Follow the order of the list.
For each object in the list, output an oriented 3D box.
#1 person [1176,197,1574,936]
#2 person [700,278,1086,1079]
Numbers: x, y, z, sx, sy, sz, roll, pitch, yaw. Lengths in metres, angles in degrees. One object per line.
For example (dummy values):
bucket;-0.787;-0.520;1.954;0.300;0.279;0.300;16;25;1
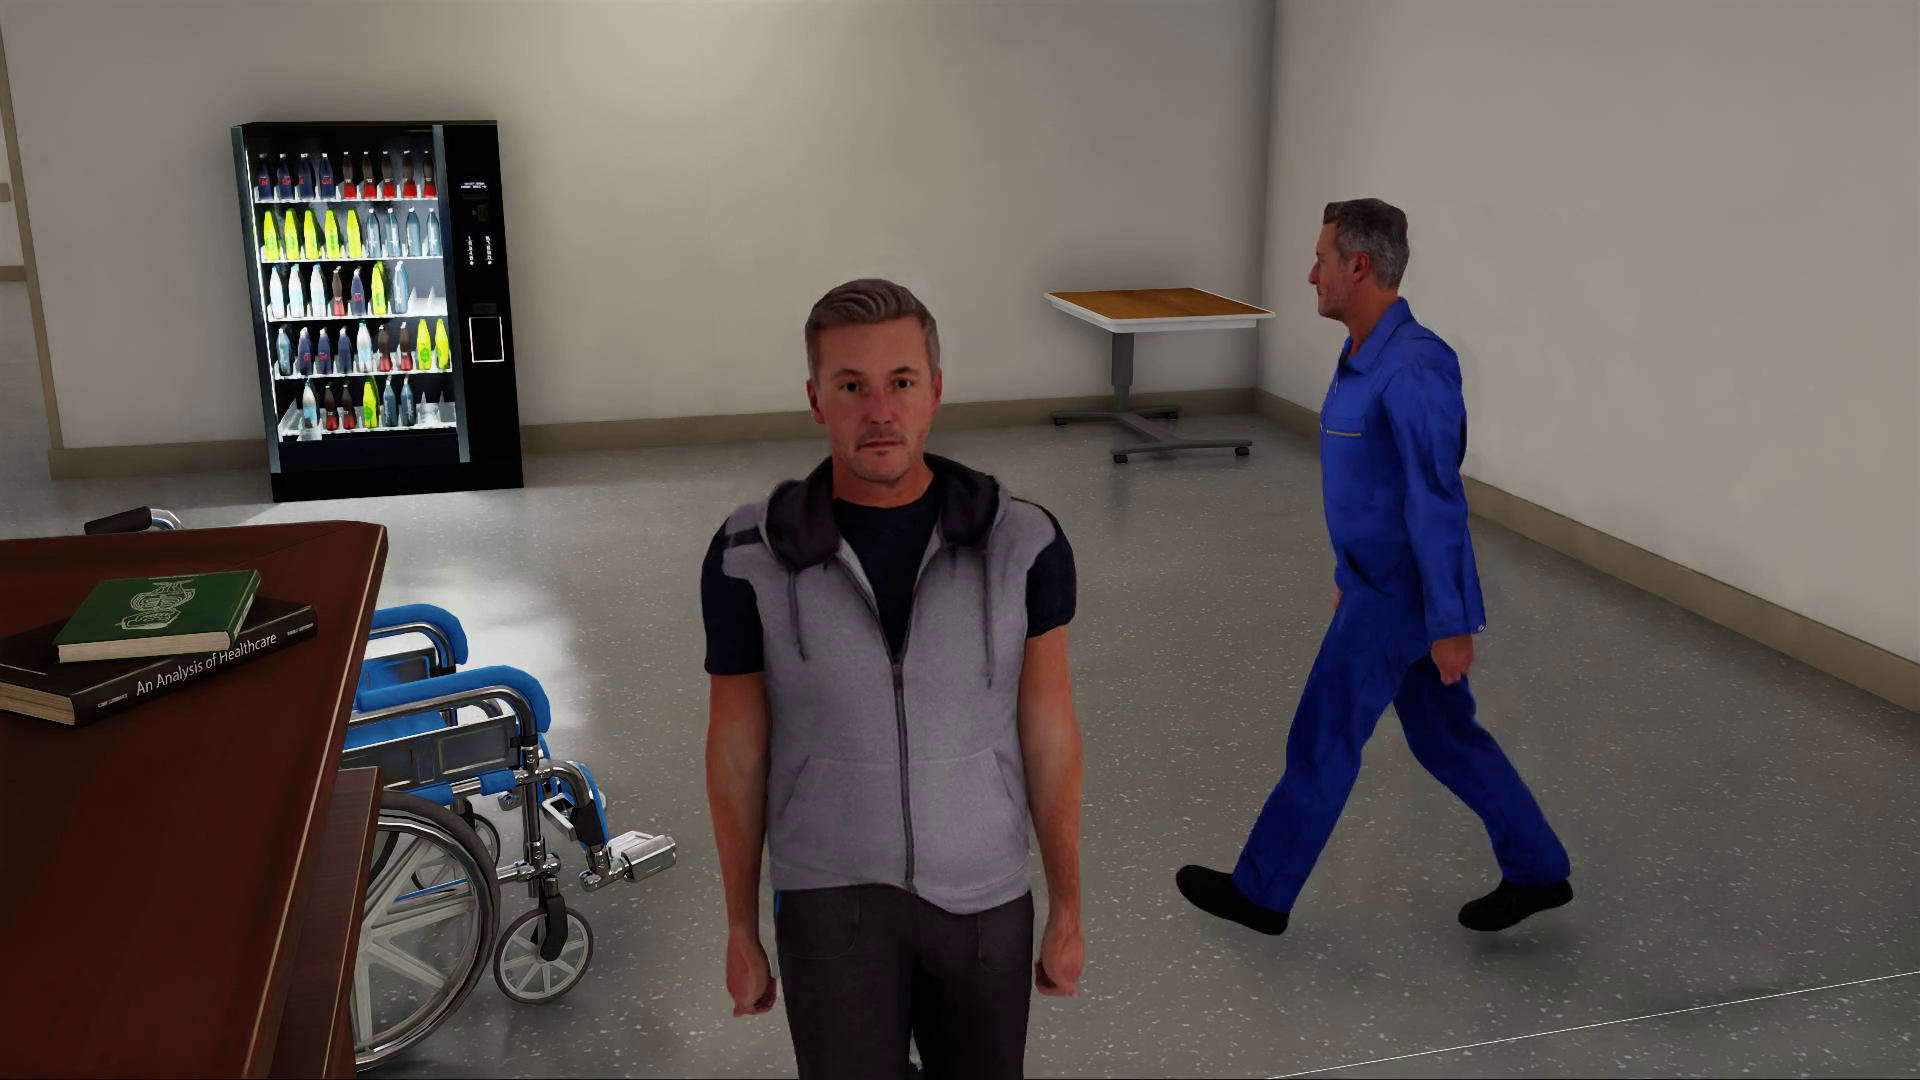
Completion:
person;1.119;0.153;3.871;1.334;1.765;1.085;1;16;3
person;-0.094;0.515;2.509;1.009;1.805;0.806;-3;16;-9
